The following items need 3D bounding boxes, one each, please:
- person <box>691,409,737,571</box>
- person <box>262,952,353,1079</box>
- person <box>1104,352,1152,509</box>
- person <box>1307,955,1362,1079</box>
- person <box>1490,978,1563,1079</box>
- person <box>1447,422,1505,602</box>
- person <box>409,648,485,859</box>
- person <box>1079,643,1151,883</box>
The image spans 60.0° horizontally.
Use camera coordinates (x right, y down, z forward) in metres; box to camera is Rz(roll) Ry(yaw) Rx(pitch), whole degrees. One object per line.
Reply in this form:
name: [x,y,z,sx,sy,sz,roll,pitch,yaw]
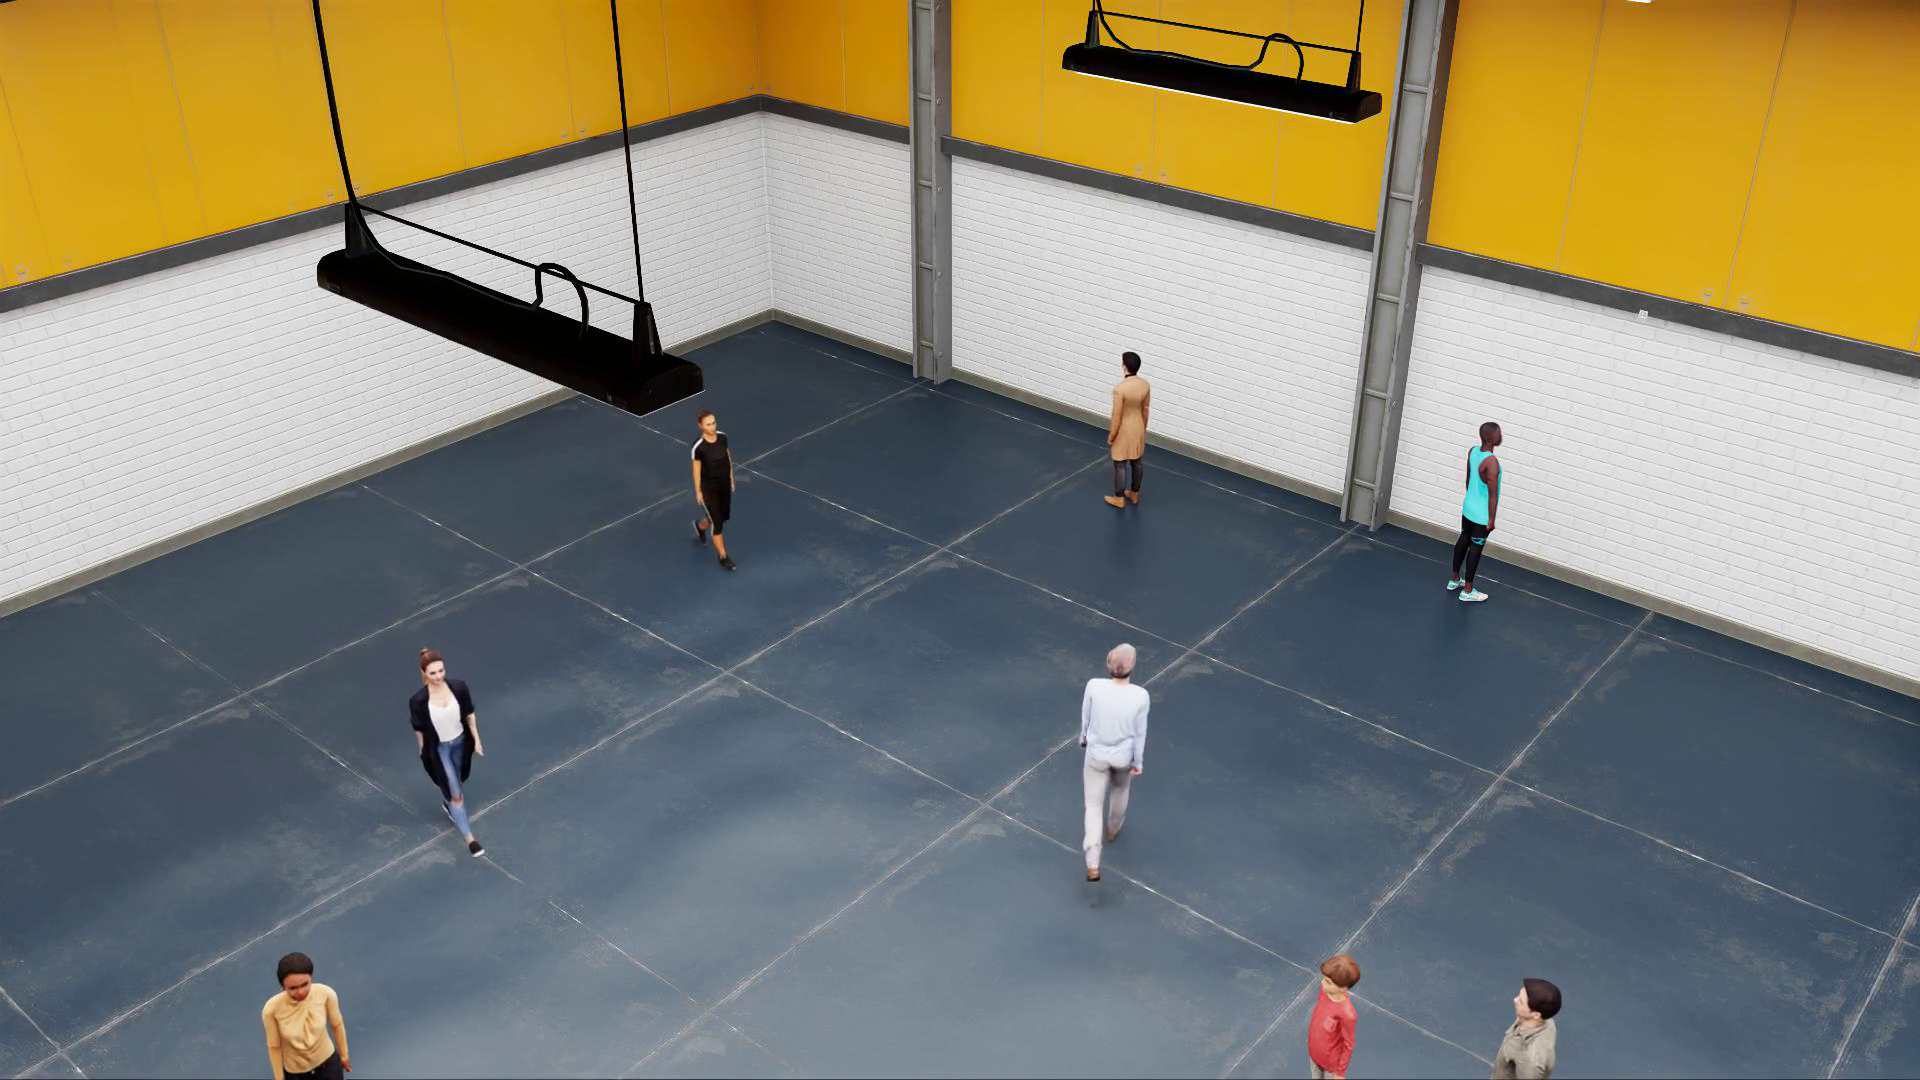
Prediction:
person: [-2.468,-0.543,16.419,0.640,1.650,0.960,-25,37,-38]
person: [-3.847,3.065,9.815,0.836,1.640,1.038,-14,31,-23]
person: [1.773,-1.160,17.469,0.732,1.727,0.718,-17,33,-28]
person: [2.240,3.076,10.027,0.649,1.416,0.549,-9,30,-16]
person: [3.134,3.198,9.335,0.708,1.866,0.777,10,30,18]
person: [4.907,-0.284,15.776,0.752,1.811,0.647,-8,30,-14]
person: [-3.911,1.535,12.626,0.799,1.633,1.158,-19,34,-31]
person: [1.091,1.654,12.179,1.268,1.853,1.152,4,29,6]
